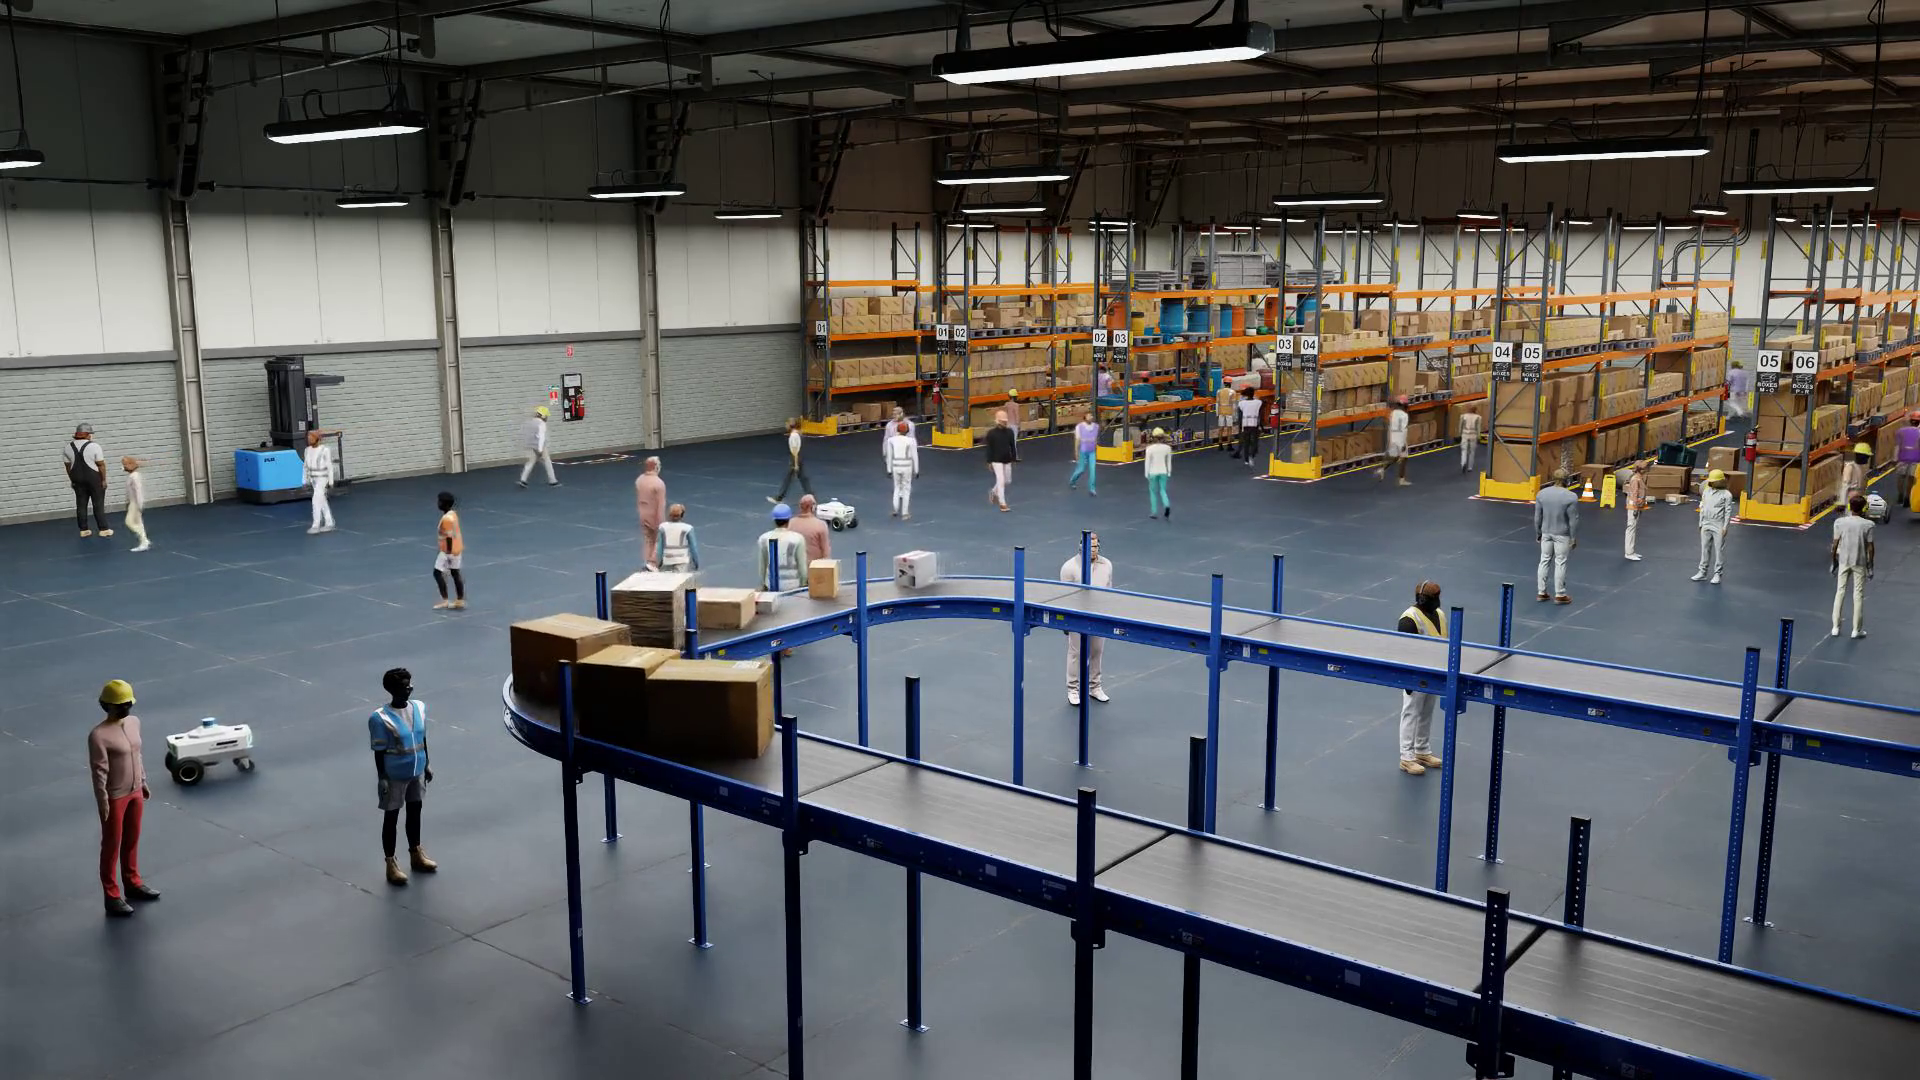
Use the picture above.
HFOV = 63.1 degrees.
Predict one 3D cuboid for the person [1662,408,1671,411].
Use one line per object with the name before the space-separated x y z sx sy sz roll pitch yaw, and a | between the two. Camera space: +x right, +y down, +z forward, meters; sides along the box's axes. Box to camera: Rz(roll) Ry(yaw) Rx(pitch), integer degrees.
person | 20.711 -4.129 45.628 0.912 1.800 0.632 -7 12 -34

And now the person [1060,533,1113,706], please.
person | 1.425 0.860 17.258 0.655 1.906 0.407 -5 11 -25

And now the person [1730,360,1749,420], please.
person | 24.070 -4.639 48.414 0.588 1.835 0.403 0 10 1

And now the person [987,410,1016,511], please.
person | 0.784 -1.583 30.819 0.627 1.972 0.729 -6 11 -29

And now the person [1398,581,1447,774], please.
person | 4.450 1.296 14.991 0.627 1.844 0.429 -9 14 -42

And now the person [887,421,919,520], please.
person | -1.071 -1.327 29.671 0.597 1.872 0.422 3 11 17

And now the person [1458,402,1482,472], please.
person | 11.819 -2.377 36.287 0.515 1.616 0.699 4 11 19

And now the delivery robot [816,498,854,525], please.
delivery robot | -2.295 -0.520 28.685 0.707 0.478 0.477 7 12 34

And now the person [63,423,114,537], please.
person | -15.493 -1.067 27.845 0.673 2.000 0.535 0 10 0

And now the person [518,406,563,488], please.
person | -9.117 -2.005 33.749 0.943 1.782 0.622 -7 12 -35

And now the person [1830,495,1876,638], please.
person | 11.609 0.333 20.349 0.519 1.865 0.326 9 13 40

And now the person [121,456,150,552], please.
person | -13.903 -0.602 26.303 0.365 1.624 0.515 -7 12 -34

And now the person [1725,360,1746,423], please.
person | 23.452 -4.485 47.315 0.639 1.922 0.764 -5 11 -28

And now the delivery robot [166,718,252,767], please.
delivery robot | -7.127 1.935 14.866 0.707 0.478 0.477 -7 12 -34

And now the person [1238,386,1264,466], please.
person | 6.969 -2.730 37.491 0.619 1.899 0.741 4 11 21

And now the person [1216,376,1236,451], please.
person | 6.892 -3.276 40.453 0.549 1.933 0.373 6 12 31

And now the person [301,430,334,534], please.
person | -11.617 -1.039 28.077 0.596 1.851 0.792 6 12 30

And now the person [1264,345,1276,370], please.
person | 11.442 -6.251 57.484 0.591 1.834 0.404 2 10 10

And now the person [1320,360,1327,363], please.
person | 12.166 -5.507 52.849 0.390 1.991 0.624 -9 14 -42

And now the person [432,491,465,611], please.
person | -7.226 0.157 21.877 0.546 1.678 0.540 -1 10 -5

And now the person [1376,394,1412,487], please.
person | 9.453 -2.159 33.903 0.727 2.027 0.612 -3 11 -19

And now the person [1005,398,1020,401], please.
person | 1.517 -4.213 45.991 0.519 1.853 0.603 9 14 43

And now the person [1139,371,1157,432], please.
person | 5.103 -3.636 42.560 0.808 1.907 0.555 -6 12 -30

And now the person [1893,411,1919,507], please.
person | 18.980 -1.625 31.204 0.564 1.915 0.511 9 14 42

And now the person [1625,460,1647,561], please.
person | 11.082 -0.497 25.654 0.310 1.637 0.518 5 11 27

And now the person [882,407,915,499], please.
person | -1.306 -1.783 32.192 0.685 1.881 0.762 4 11 24

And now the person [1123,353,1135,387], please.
person | 5.686 -5.565 53.381 0.450 1.922 0.764 8 13 37

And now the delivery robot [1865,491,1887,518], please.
delivery robot | 17.274 -0.679 29.581 0.477 0.478 0.707 4 11 21

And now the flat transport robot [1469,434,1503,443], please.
flat transport robot | 14.602 -2.771 42.417 1.431 0.197 0.652 -3 10 -15

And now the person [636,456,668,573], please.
person | -4.707 -0.347 24.113 0.652 1.892 0.424 9 13 40

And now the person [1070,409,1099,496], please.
person | 2.611 -1.857 32.813 0.572 1.822 0.763 -5 11 -28

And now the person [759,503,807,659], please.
person | -2.165 0.519 19.086 0.626 1.936 0.525 3 11 18

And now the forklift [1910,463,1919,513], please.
forklift | 19.034 -1.348 28.998 2.313 2.155 1.214 8 13 37

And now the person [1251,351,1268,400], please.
person | 10.062 -5.374 52.321 0.655 1.910 0.859 7 12 36

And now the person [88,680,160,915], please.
person | -6.287 1.907 11.767 0.322 1.765 0.533 1 10 8

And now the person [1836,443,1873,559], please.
person | 14.802 -0.636 25.683 0.620 1.898 0.787 -8 13 -37

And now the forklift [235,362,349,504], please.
forklift | -13.803 -2.244 32.110 1.129 2.768 1.873 8 13 37

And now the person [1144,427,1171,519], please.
person | 3.759 -1.260 29.641 0.526 1.753 0.463 -3 10 -14

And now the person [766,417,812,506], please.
person | -3.372 -1.551 31.138 0.987 1.788 0.537 1 10 6

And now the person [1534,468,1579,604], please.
person | 8.526 -0.064 22.378 0.350 1.934 0.635 -9 13 -41

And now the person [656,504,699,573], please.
person | -3.816 0.302 21.274 0.539 1.593 0.856 2 10 13

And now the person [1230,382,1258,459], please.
person | 7.141 -3.009 39.056 0.918 1.911 0.542 -5 11 -28

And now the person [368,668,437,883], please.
person | -4.401 1.834 12.366 0.318 1.697 0.535 6 12 29

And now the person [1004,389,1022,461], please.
person | 1.288 -2.817 38.347 0.317 1.769 0.523 -8 13 -39

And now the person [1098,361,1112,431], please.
person | 4.147 -4.153 45.135 0.605 2.024 0.533 8 13 36

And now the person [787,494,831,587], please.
person | -1.949 0.358 20.115 0.667 1.891 0.531 6 12 30

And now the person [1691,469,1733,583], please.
person | 11.454 -0.215 23.791 0.315 1.735 0.483 -6 12 -30
